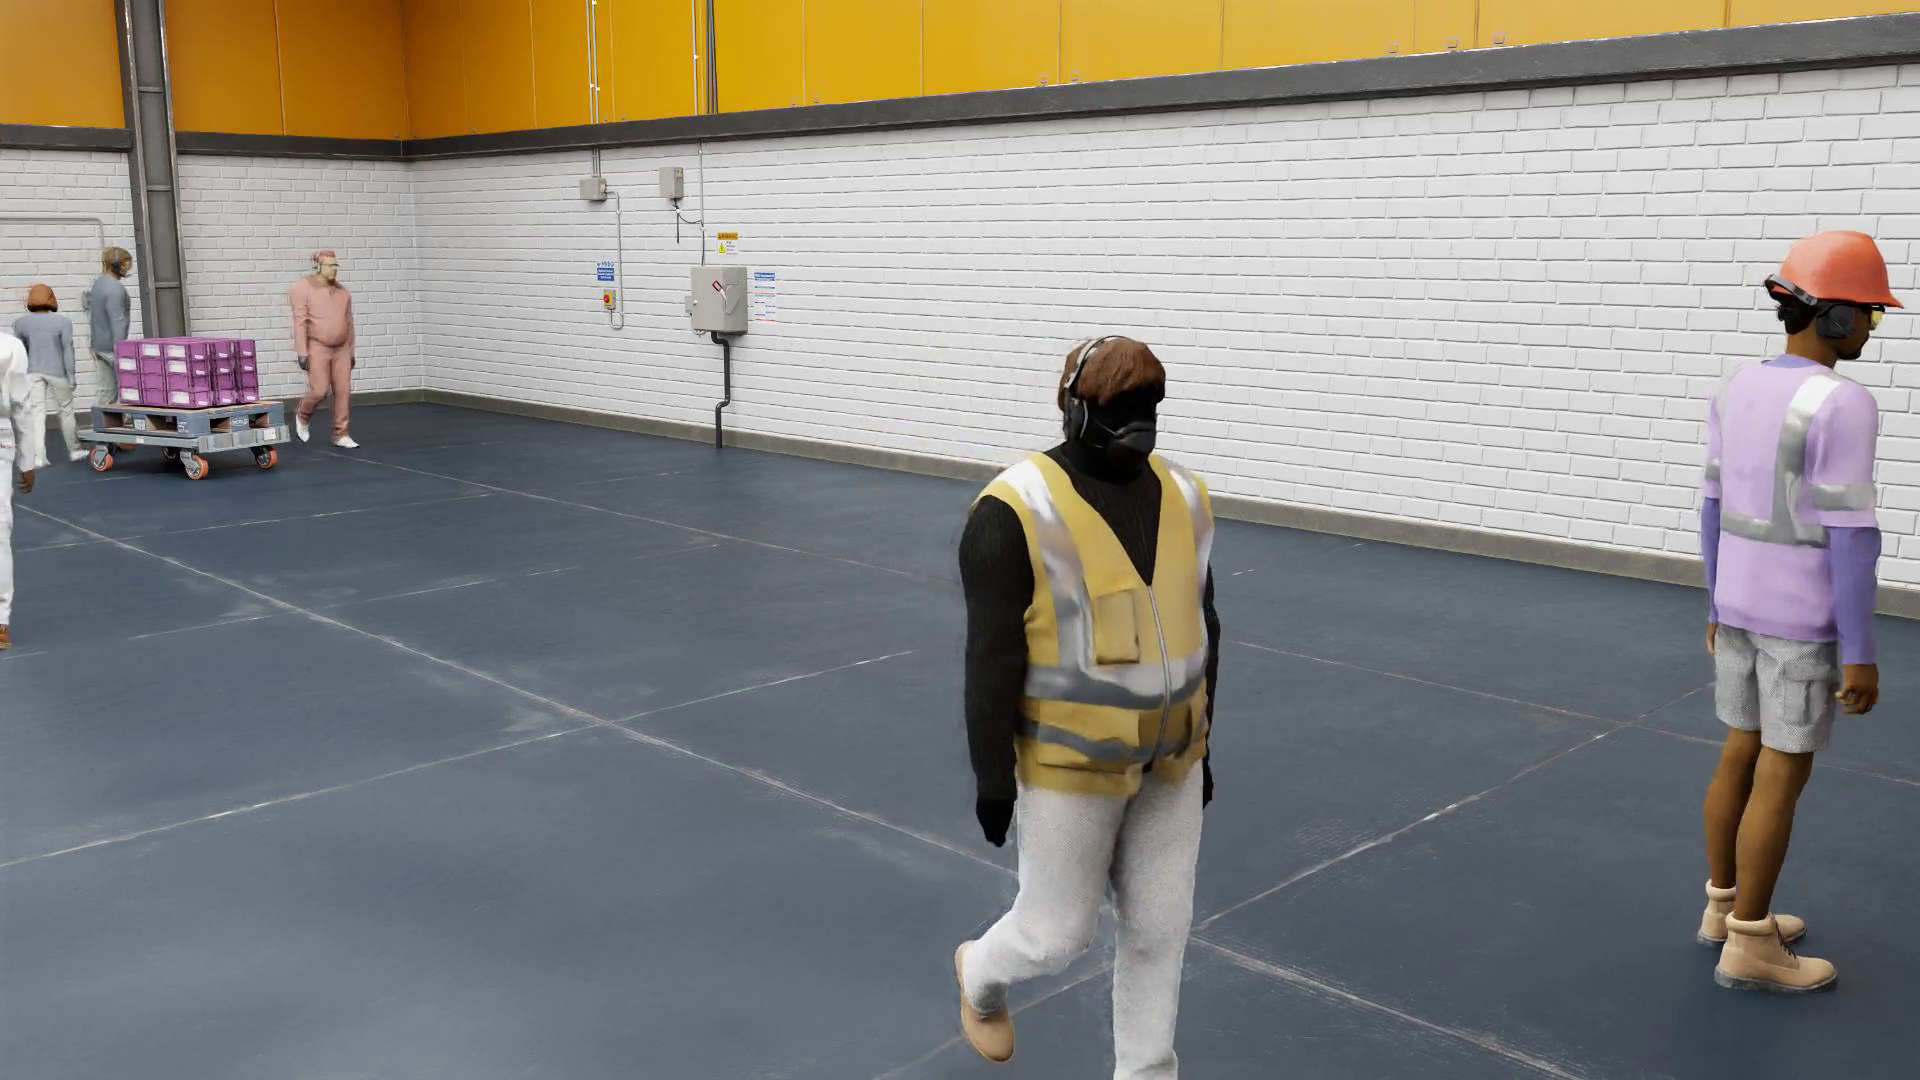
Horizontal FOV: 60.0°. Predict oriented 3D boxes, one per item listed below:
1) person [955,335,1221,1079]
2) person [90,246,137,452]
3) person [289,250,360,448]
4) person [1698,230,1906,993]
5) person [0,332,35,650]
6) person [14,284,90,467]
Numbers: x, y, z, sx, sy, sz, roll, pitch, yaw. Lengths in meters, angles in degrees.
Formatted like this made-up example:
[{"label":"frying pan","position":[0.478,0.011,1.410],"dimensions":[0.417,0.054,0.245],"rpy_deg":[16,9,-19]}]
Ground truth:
[{"label":"person","position":[0.280,0.456,3.662],"dimensions":[0.636,1.819,0.704],"rpy_deg":[-6,12,-30]},{"label":"person","position":[-7.804,-1.741,15.384],"dimensions":[0.463,1.912,0.713],"rpy_deg":[-9,13,-39]},{"label":"person","position":[-6.063,-1.809,15.826],"dimensions":[0.592,1.885,0.660],"rpy_deg":[7,13,34]},{"label":"person","position":[2.255,0.219,4.511],"dimensions":[0.517,2.007,0.623],"rpy_deg":[-1,10,-6]},{"label":"person","position":[-4.940,-0.417,8.307],"dimensions":[0.583,1.862,0.834],"rpy_deg":[-5,12,-27]},{"label":"person","position":[-8.051,-1.453,14.697],"dimensions":[0.503,1.594,0.784],"rpy_deg":[-2,11,-9]}]
